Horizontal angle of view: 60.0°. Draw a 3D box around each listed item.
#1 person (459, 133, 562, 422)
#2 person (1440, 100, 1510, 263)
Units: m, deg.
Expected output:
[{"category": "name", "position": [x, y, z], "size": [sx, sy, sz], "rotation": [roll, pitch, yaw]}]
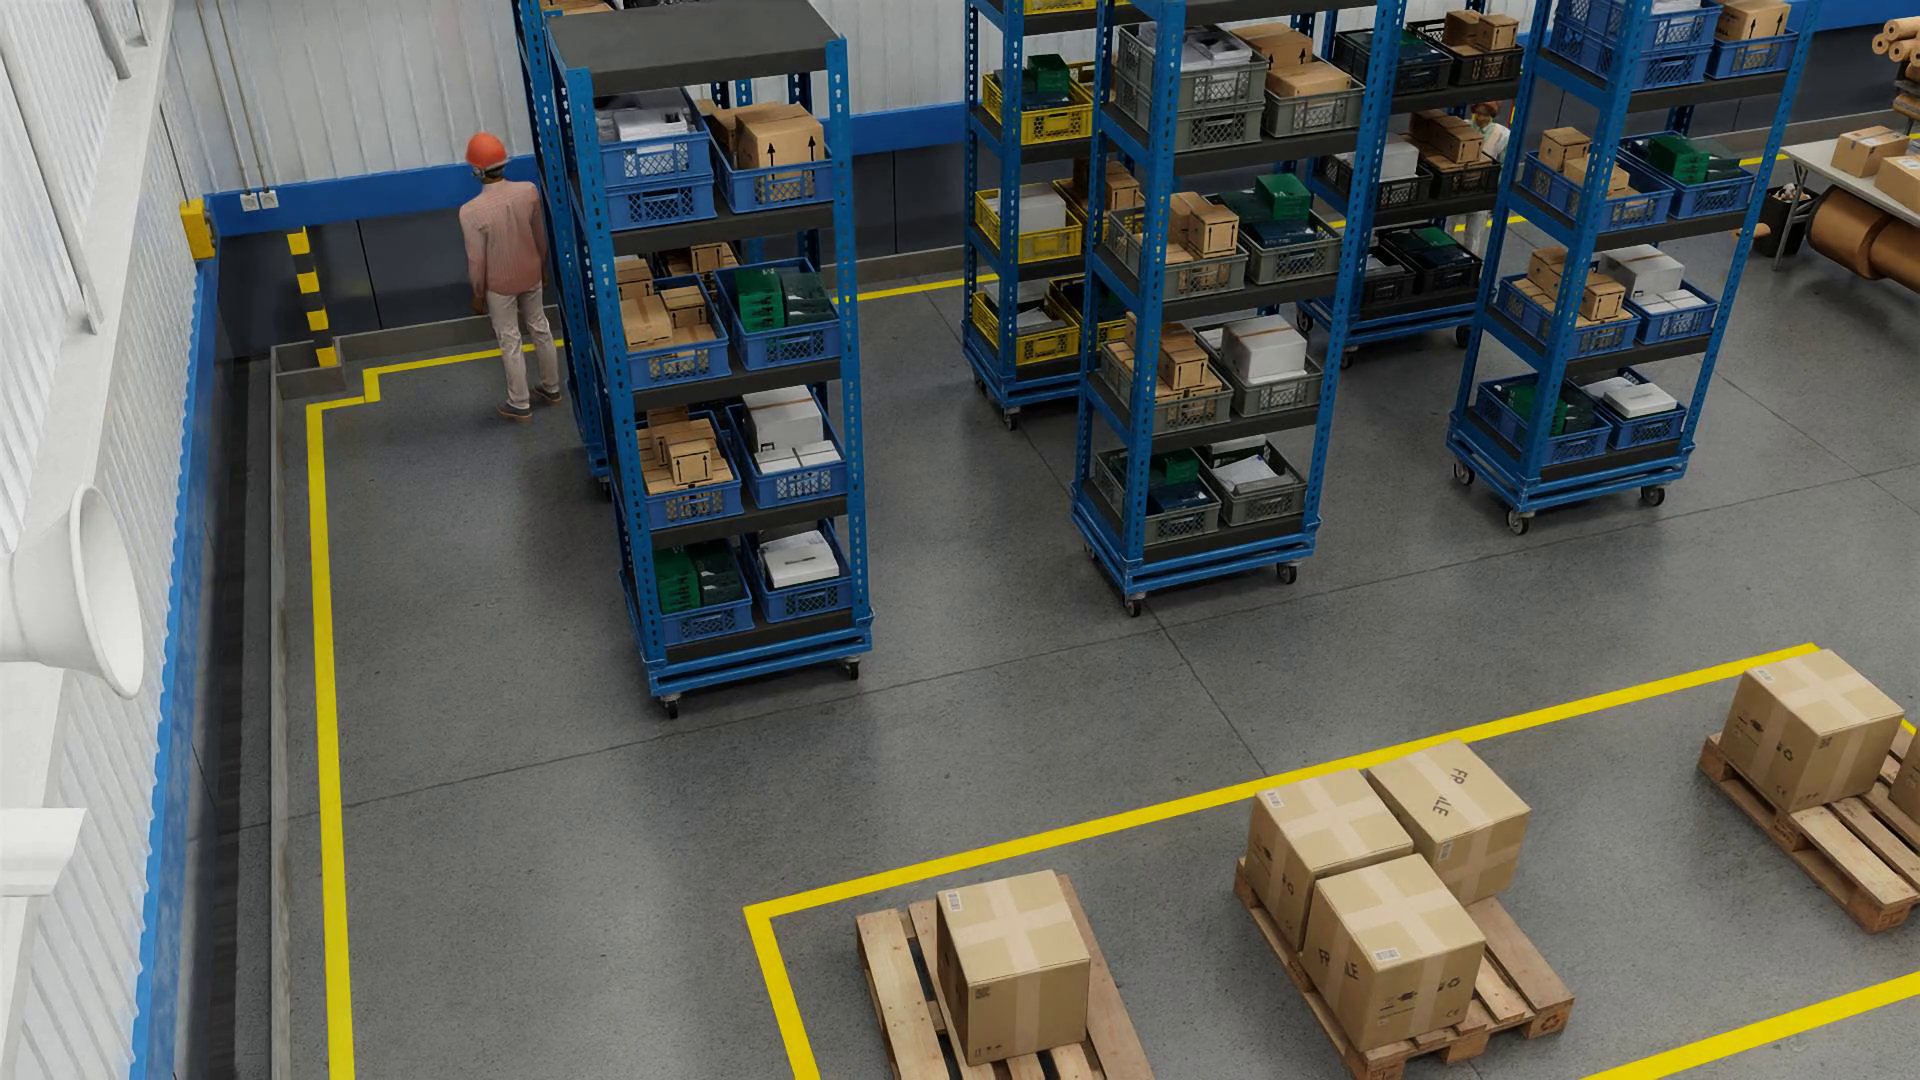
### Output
[{"category": "person", "position": [-2.977, -1.733, 11.002], "size": [0.375, 1.997, 0.612], "rotation": [25, 42, 31]}, {"category": "person", "position": [3.823, -2.595, 12.531], "size": [0.513, 1.640, 0.311], "rotation": [11, 37, 15]}]
